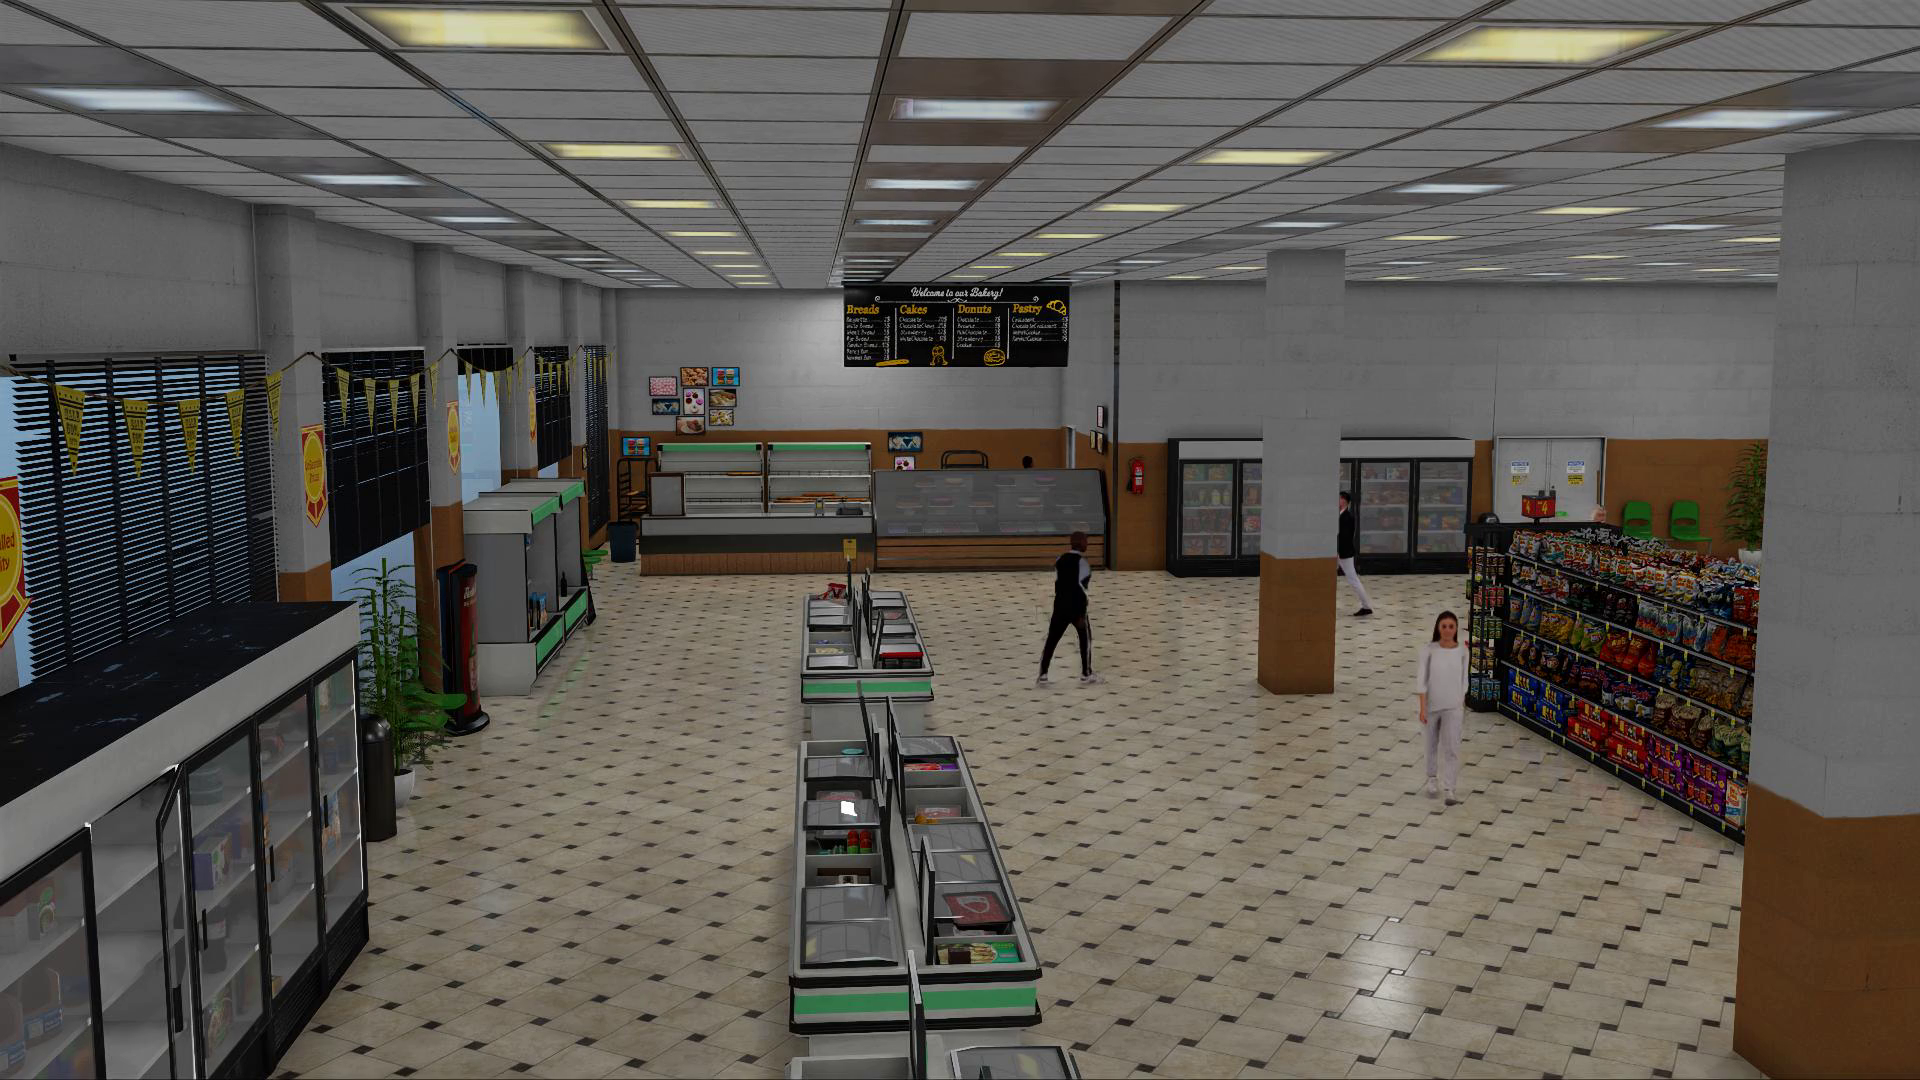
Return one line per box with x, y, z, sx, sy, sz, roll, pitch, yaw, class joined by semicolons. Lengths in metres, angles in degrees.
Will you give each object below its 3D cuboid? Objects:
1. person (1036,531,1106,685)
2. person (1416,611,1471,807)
1.204;0.809;19.188;1.089;1.791;1.140;5;8;35;person
4.165;1.453;14.461;0.782;1.645;1.122;1;7;10;person
